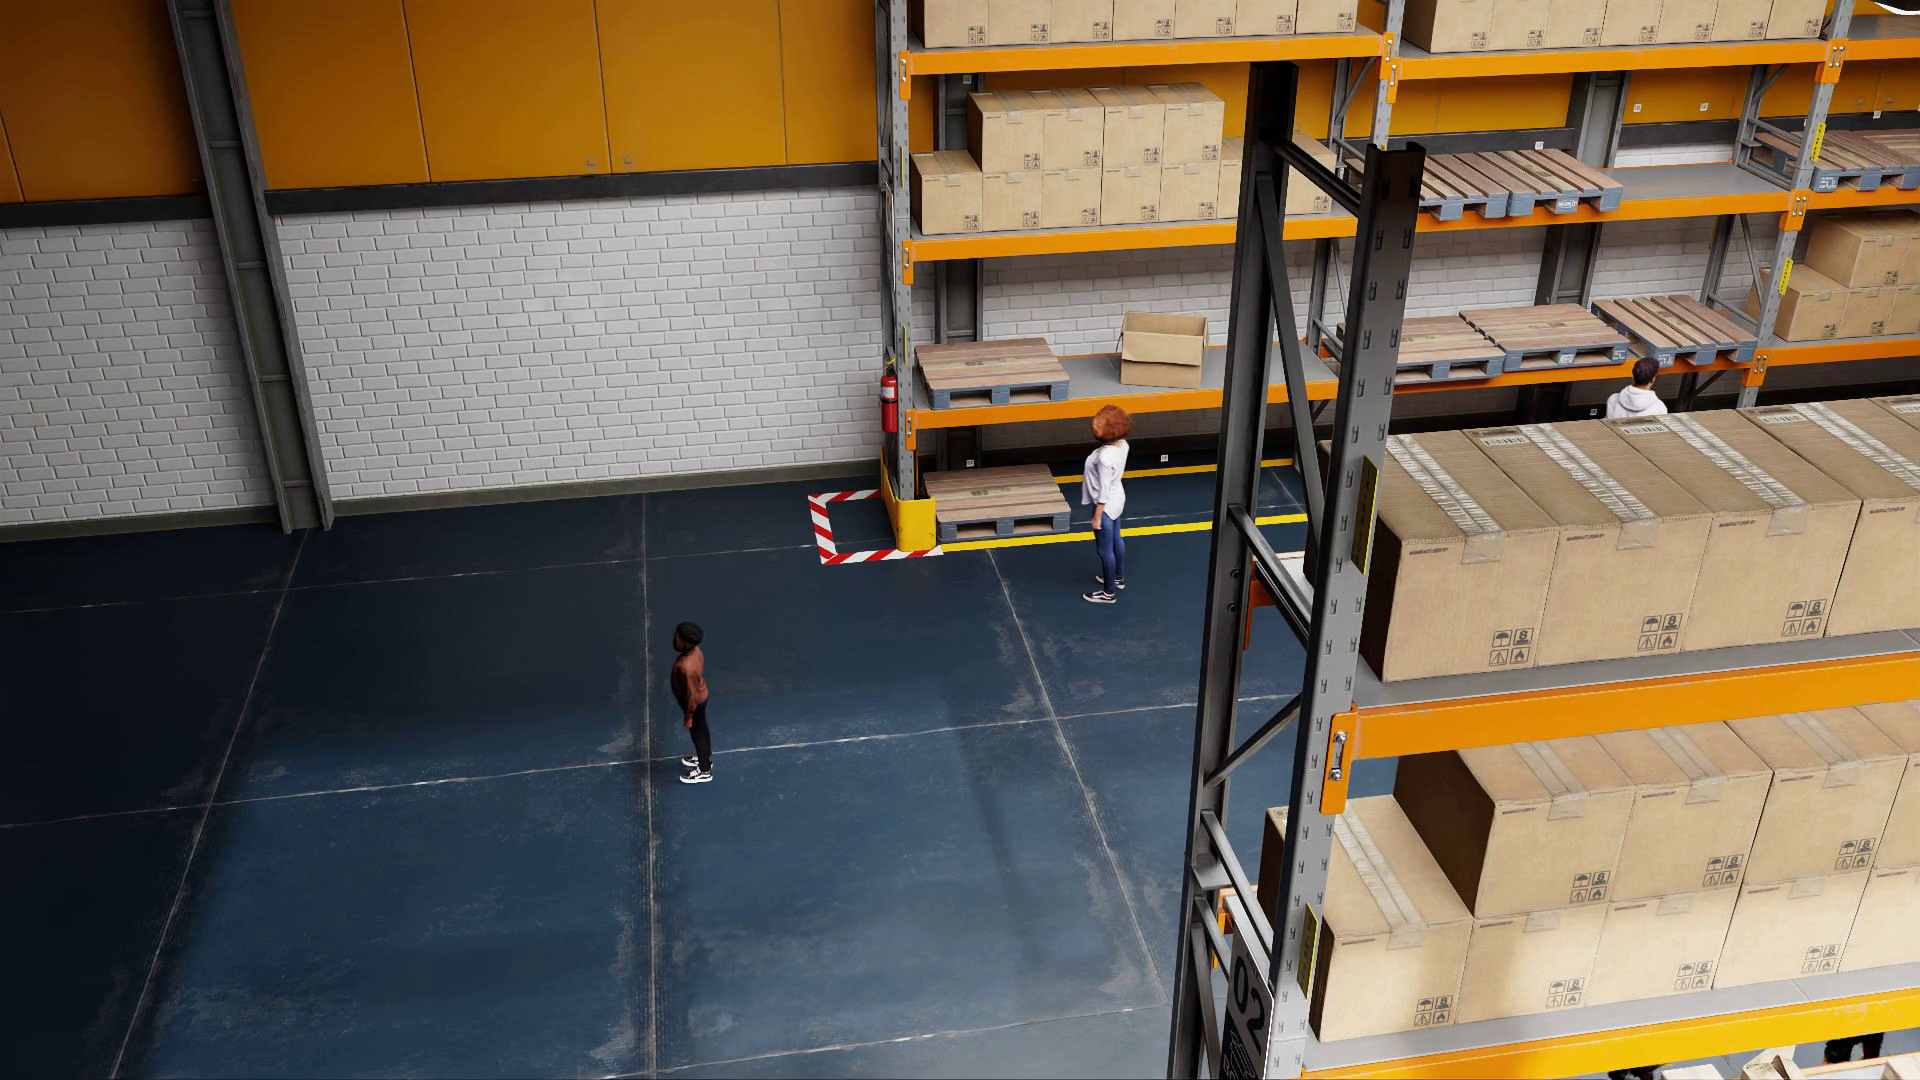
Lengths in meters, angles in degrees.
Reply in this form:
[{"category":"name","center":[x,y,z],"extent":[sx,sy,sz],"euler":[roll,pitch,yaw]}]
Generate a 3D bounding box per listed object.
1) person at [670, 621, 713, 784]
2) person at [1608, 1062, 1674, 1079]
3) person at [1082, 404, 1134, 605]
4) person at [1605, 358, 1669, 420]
[{"category":"person","center":[-1.844,1.111,11.521],"extent":[0.512,1.254,0.551],"euler":[0,29,-1]},{"category":"person","center":[3.588,2.398,8.753],"extent":[0.576,1.643,0.799],"euler":[-6,29,-11]},{"category":"person","center":[1.227,-0.307,13.639],"extent":[0.781,1.714,0.753],"euler":[12,31,21]},{"category":"person","center":[5.617,-0.631,14.007],"extent":[0.774,1.931,0.834],"euler":[18,34,30]}]
